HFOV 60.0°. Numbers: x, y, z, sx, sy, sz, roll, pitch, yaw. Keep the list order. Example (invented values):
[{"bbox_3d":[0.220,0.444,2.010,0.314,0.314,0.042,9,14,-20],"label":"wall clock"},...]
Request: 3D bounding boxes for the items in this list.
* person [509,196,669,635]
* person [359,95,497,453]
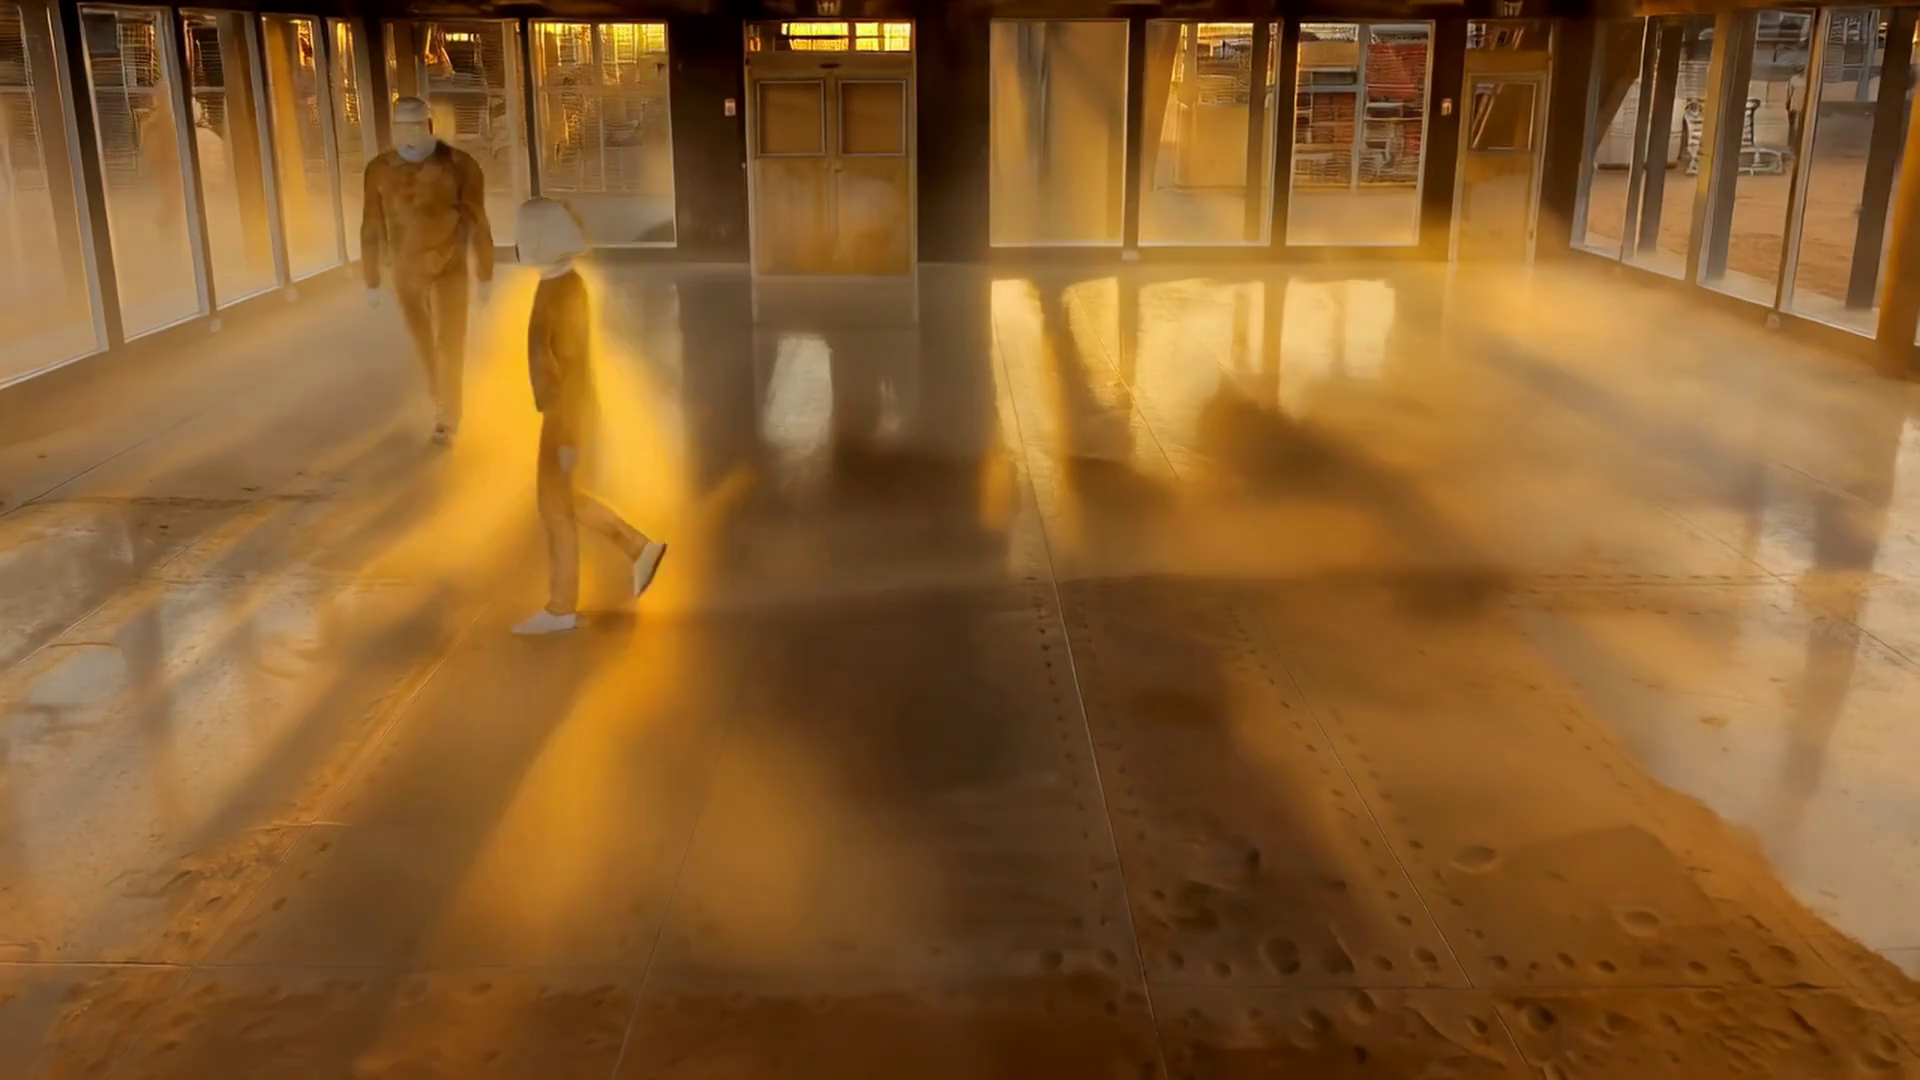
[{"bbox_3d":[-1.413,-0.445,6.106,0.528,1.620,0.511,-4,17,-12],"label":"person"},{"bbox_3d":[-2.899,-1.409,8.933,0.679,1.878,0.817,1,16,3],"label":"person"}]
